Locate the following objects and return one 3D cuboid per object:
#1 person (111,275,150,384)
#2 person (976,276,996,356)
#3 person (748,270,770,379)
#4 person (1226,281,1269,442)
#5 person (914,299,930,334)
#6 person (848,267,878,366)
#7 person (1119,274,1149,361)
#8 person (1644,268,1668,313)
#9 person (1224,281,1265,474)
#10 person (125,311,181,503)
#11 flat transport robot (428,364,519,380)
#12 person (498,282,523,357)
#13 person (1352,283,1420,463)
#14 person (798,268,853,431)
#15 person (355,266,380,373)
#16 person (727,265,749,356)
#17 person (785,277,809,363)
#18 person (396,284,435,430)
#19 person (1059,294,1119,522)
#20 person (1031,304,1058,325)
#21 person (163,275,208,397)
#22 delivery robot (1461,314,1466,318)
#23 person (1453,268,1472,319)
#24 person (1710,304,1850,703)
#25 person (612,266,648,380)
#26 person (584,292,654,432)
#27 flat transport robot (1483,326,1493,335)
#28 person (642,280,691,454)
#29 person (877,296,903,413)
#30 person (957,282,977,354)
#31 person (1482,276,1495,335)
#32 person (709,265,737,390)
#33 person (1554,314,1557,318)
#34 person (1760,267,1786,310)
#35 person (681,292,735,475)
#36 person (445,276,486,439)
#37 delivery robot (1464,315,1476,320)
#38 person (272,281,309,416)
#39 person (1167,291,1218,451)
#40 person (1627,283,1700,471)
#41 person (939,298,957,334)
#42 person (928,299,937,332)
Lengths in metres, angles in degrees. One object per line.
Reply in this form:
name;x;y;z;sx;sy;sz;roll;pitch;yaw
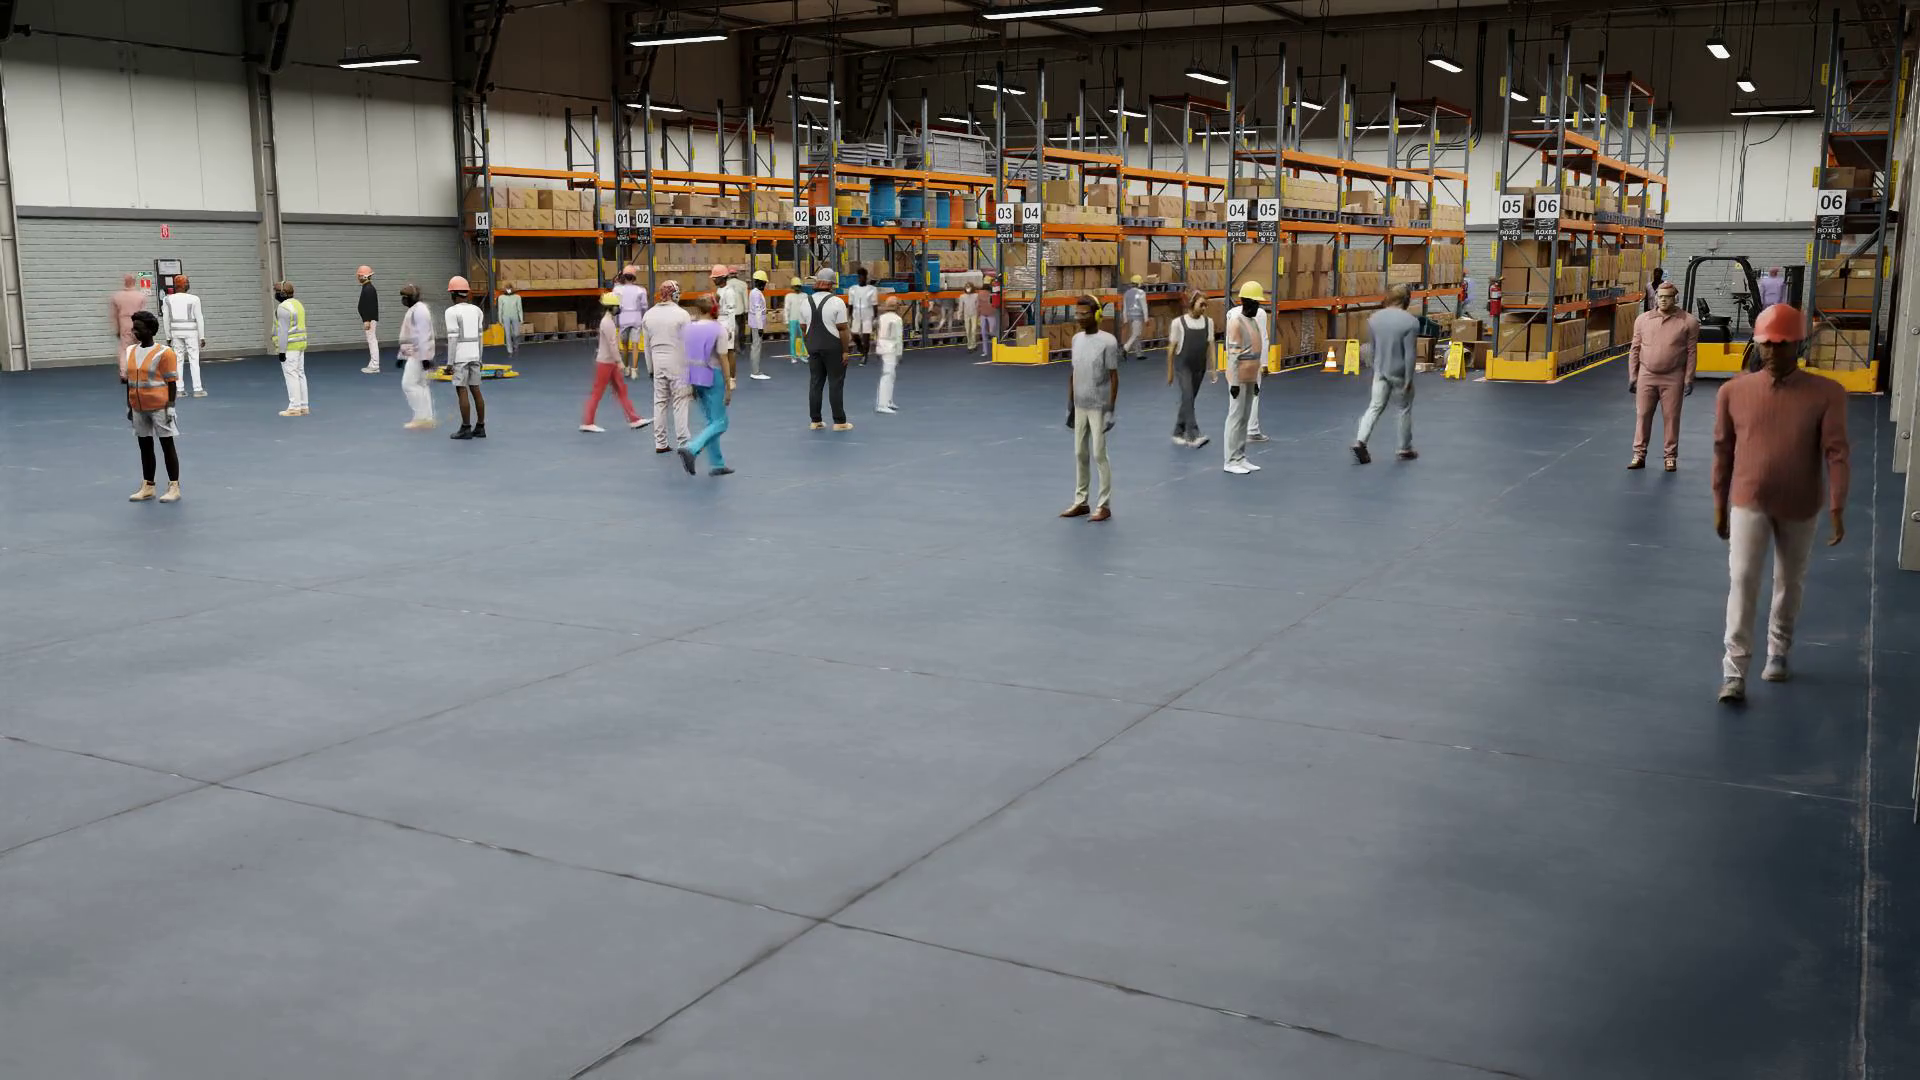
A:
person;-14.229;-3.625;28.604;0.654;1.866;0.971;-1;10;-4
person;0.615;-4.873;36.231;0.524;1.755;0.397;4;10;22
person;-3.565;-3.811;29.486;0.383;1.926;0.585;-2;10;-12
person;3.380;-2.085;19.509;0.355;1.883;0.575;-9;13;-43
person;-1.077;-6.689;46.502;0.515;1.872;0.328;5;11;28
person;-1.927;-4.403;32.865;0.636;1.952;0.417;2;10;13
person;3.595;-4.593;34.417;0.792;1.810;0.589;-7;12;-34
person;15.484;-5.083;36.956;0.397;1.920;0.587;-7;12;-37
person;2.873;-1.631;16.730;0.383;1.923;0.590;6;11;31
person;-7.162;-1.177;14.735;0.533;1.697;0.319;3;10;15
flat transport robot;-8.642;-2.996;29.551;0.652;0.197;1.431;9;13;43
person;-9.719;-4.763;35.948;0.533;1.616;0.380;-3;10;-18
person;4.518;-1.753;17.522;0.938;1.911;0.638;-9;13;-42
person;-1.646;-2.392;20.846;0.683;2.000;0.538;5;11;28
person;-11.076;-4.126;31.129;0.379;1.996;0.611;-4;10;-20
person;-4.903;-5.012;36.394;0.653;1.960;0.889;0;10;1
person;-3.285;-4.454;33.801;0.546;1.734;0.770;-4;10;-22
person;-6.804;-2.271;20.738;0.506;1.828;0.646;-3;10;-20
person;1.071;-1.083;13.697;0.310;1.864;0.533;-9;13;-42
person;1.911;-5.206;37.654;0.626;1.934;0.363;0;10;-1
person;-11.985;-3.148;25.727;0.586;1.882;0.340;-1;10;-4
delivery robot;13.989;-6.018;46.143;0.477;0.478;0.707;-1;10;-4
person;14.150;-6.733;46.723;0.575;1.883;0.952;-6;12;-33
person;4.039;-0.187;8.240;0.622;1.947;1.018;5;11;28
person;-5.850;-3.854;29.554;0.633;1.985;1.044;-2;10;-10
person;-4.266;-2.189;20.597;0.899;1.724;0.532;-1;10;-6
flat transport robot;14.749;-5.754;45.699;0.652;0.197;1.431;3;10;15
person;-3.171;-1.900;18.351;0.639;1.910;0.407;5;11;26
person;-0.987;-2.591;23.276;0.612;1.611;0.598;-7;12;-35
person;0.213;-4.936;37.029;0.544;1.594;0.795;3;10;15
person;14.643;-6.464;45.882;0.384;1.632;0.537;4;10;20
person;-3.848;-3.438;26.981;0.394;2.037;0.605;-5;11;-27
person;15.989;-6.322;45.031;0.510;1.639;0.308;1;10;3
person;21.942;-6.417;44.906;0.647;1.884;0.733;4;11;23
person;-2.491;-1.517;16.339;0.575;1.827;0.666;8;13;40
person;-5.929;-2.167;19.830;0.374;1.935;0.552;5;11;28
delivery robot;13.858;-5.916;45.545;0.707;0.478;0.477;-2;10;-10
person;-9.157;-2.606;22.719;0.430;1.836;0.629;0;10;-1
person;2.635;-1.909;18.767;0.511;1.775;1.022;-3;10;-18
person;7.125;-1.653;16.911;0.651;1.907;0.409;6;11;30
person;-0.329;-6.234;44.539;0.524;1.620;0.464;6;11;30
person;-0.970;-6.911;47.671;0.548;1.917;0.692;3;10;18
